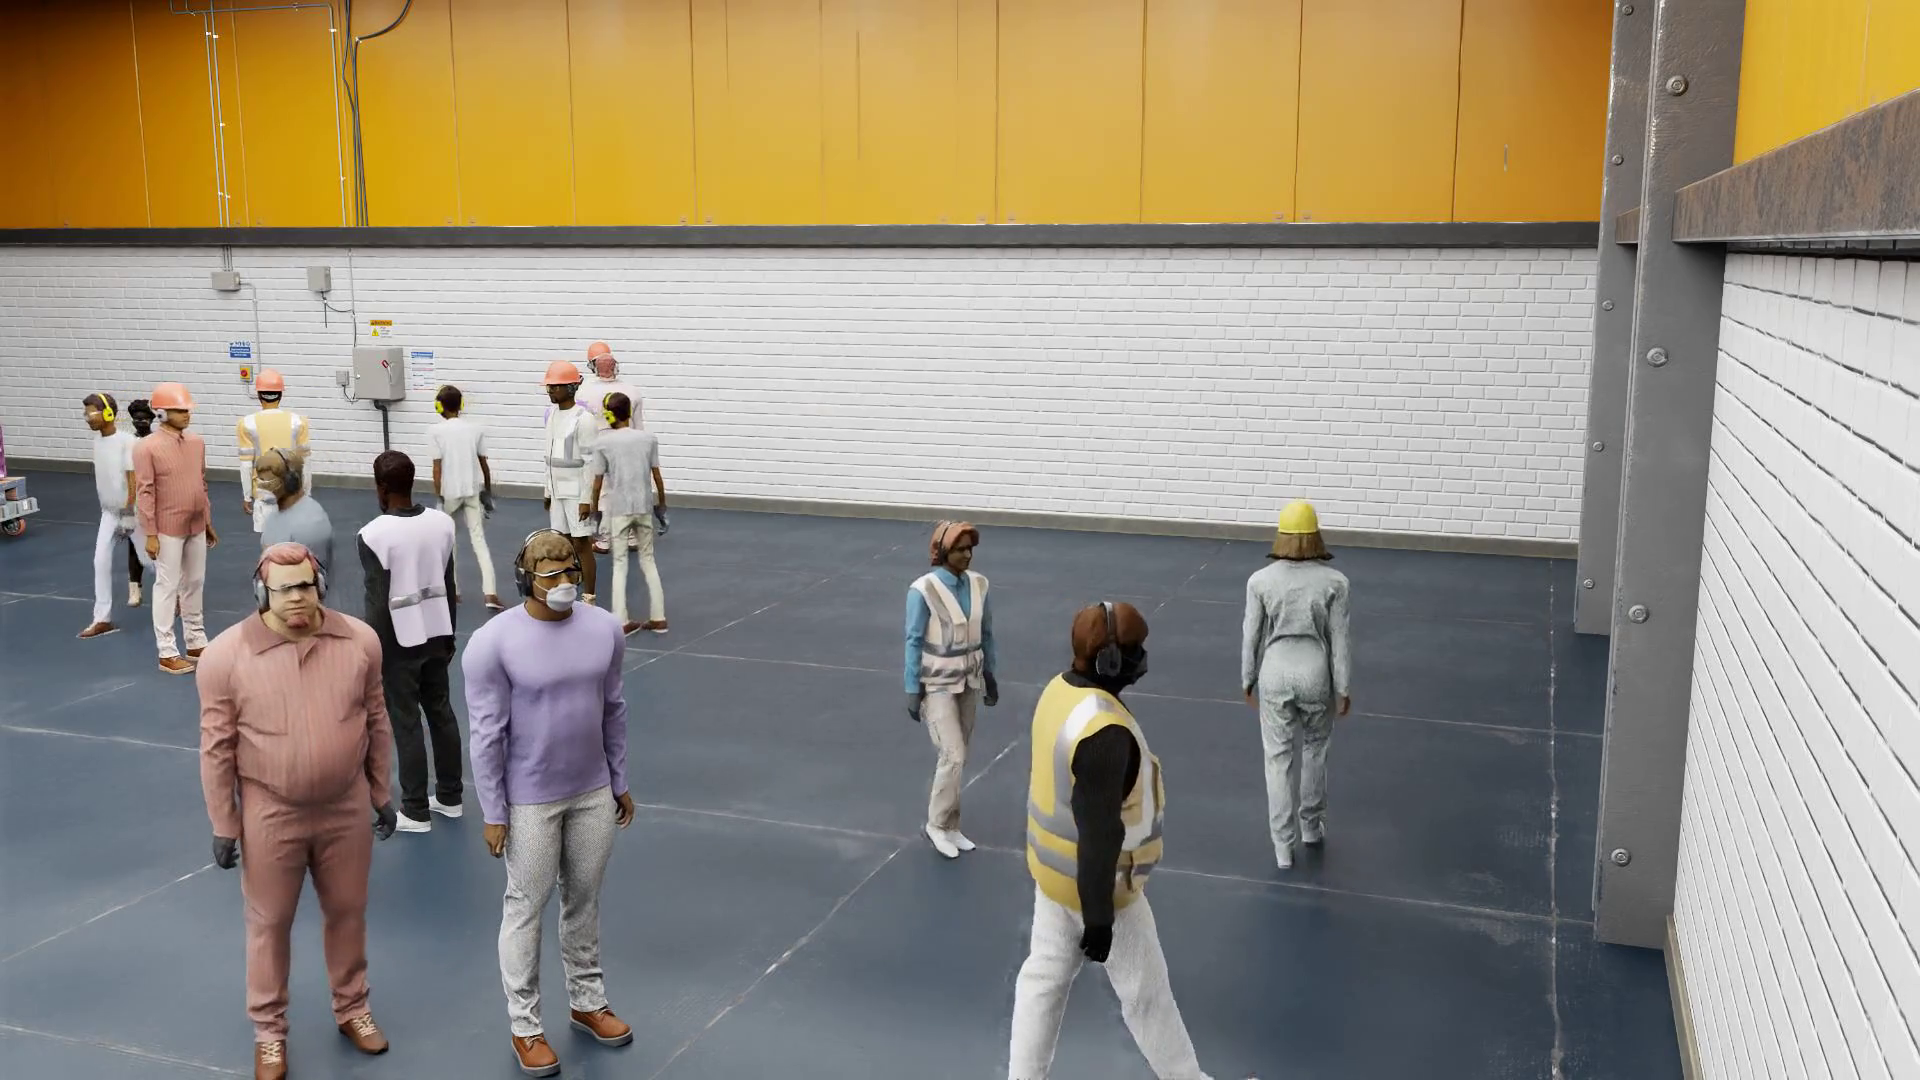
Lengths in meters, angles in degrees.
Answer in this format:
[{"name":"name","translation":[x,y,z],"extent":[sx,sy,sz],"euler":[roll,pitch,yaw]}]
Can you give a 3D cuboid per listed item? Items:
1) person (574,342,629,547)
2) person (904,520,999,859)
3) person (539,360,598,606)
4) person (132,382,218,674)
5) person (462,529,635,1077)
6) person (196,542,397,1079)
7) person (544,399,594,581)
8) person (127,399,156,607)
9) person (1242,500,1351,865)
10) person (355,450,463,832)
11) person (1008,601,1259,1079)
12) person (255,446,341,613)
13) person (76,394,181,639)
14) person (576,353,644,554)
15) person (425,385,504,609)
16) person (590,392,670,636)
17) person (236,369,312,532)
[{"name":"person","translation":[-3.467,-0.923,16.143],"extent":[0.622,1.993,0.383],"euler":[-7,12,-34]},{"name":"person","translation":[-0.006,0.715,7.937],"extent":[0.433,1.623,0.538],"euler":[9,14,42]},{"name":"person","translation":[-3.053,-0.376,12.929],"extent":[0.608,2.044,0.371],"euler":[9,14,42]},{"name":"person","translation":[-5.372,-0.090,11.461],"extent":[0.392,1.991,0.622],"euler":[3,11,17]},{"name":"person","translation":[-1.441,0.915,5.956],"extent":[0.372,1.940,0.630],"euler":[9,14,43]},{"name":"person","translation":[-2.313,0.945,5.880],"extent":[0.651,1.906,0.403],"euler":[-8,13,-36]},{"name":"person","translation":[-3.378,-0.563,14.283],"extent":[0.359,1.938,0.545],"euler":[4,11,23]},{"name":"person","translation":[-6.599,-0.306,13.524],"extent":[0.530,1.691,0.321],"euler":[-4,11,-24]},{"name":"person","translation":[1.614,0.658,7.993],"extent":[0.516,1.713,0.692],"euler":[3,10,14]},{"name":"person","translation":[-2.734,0.506,8.320],"extent":[0.369,1.915,0.597],"euler":[5,11,26]},{"name":"person","translation":[0.558,1.081,5.388],"extent":[0.901,1.802,0.654],"euler":[-2,10,-12]},{"name":"person","translation":[-3.373,0.459,8.578],"extent":[0.486,1.916,0.644],"euler":[-8,13,-39]},{"name":"person","translation":[-6.357,-0.222,12.702],"extent":[0.531,1.822,0.971],"euler":[4,11,21]},{"name":"person","translation":[-3.330,-0.818,15.814],"extent":[0.642,1.905,0.399],"euler":[-5,11,-24]},{"name":"person","translation":[-3.976,-0.334,13.394],"extent":[0.545,1.817,0.828],"euler":[-8,13,-37]},{"name":"person","translation":[-2.469,-0.186,12.450],"extent":[0.597,1.850,0.371],"euler":[-5,11,-27]},{"name":"person","translation":[-5.501,-0.405,13.389],"extent":[0.547,1.939,0.376],"euler":[-5,11,-28]}]
